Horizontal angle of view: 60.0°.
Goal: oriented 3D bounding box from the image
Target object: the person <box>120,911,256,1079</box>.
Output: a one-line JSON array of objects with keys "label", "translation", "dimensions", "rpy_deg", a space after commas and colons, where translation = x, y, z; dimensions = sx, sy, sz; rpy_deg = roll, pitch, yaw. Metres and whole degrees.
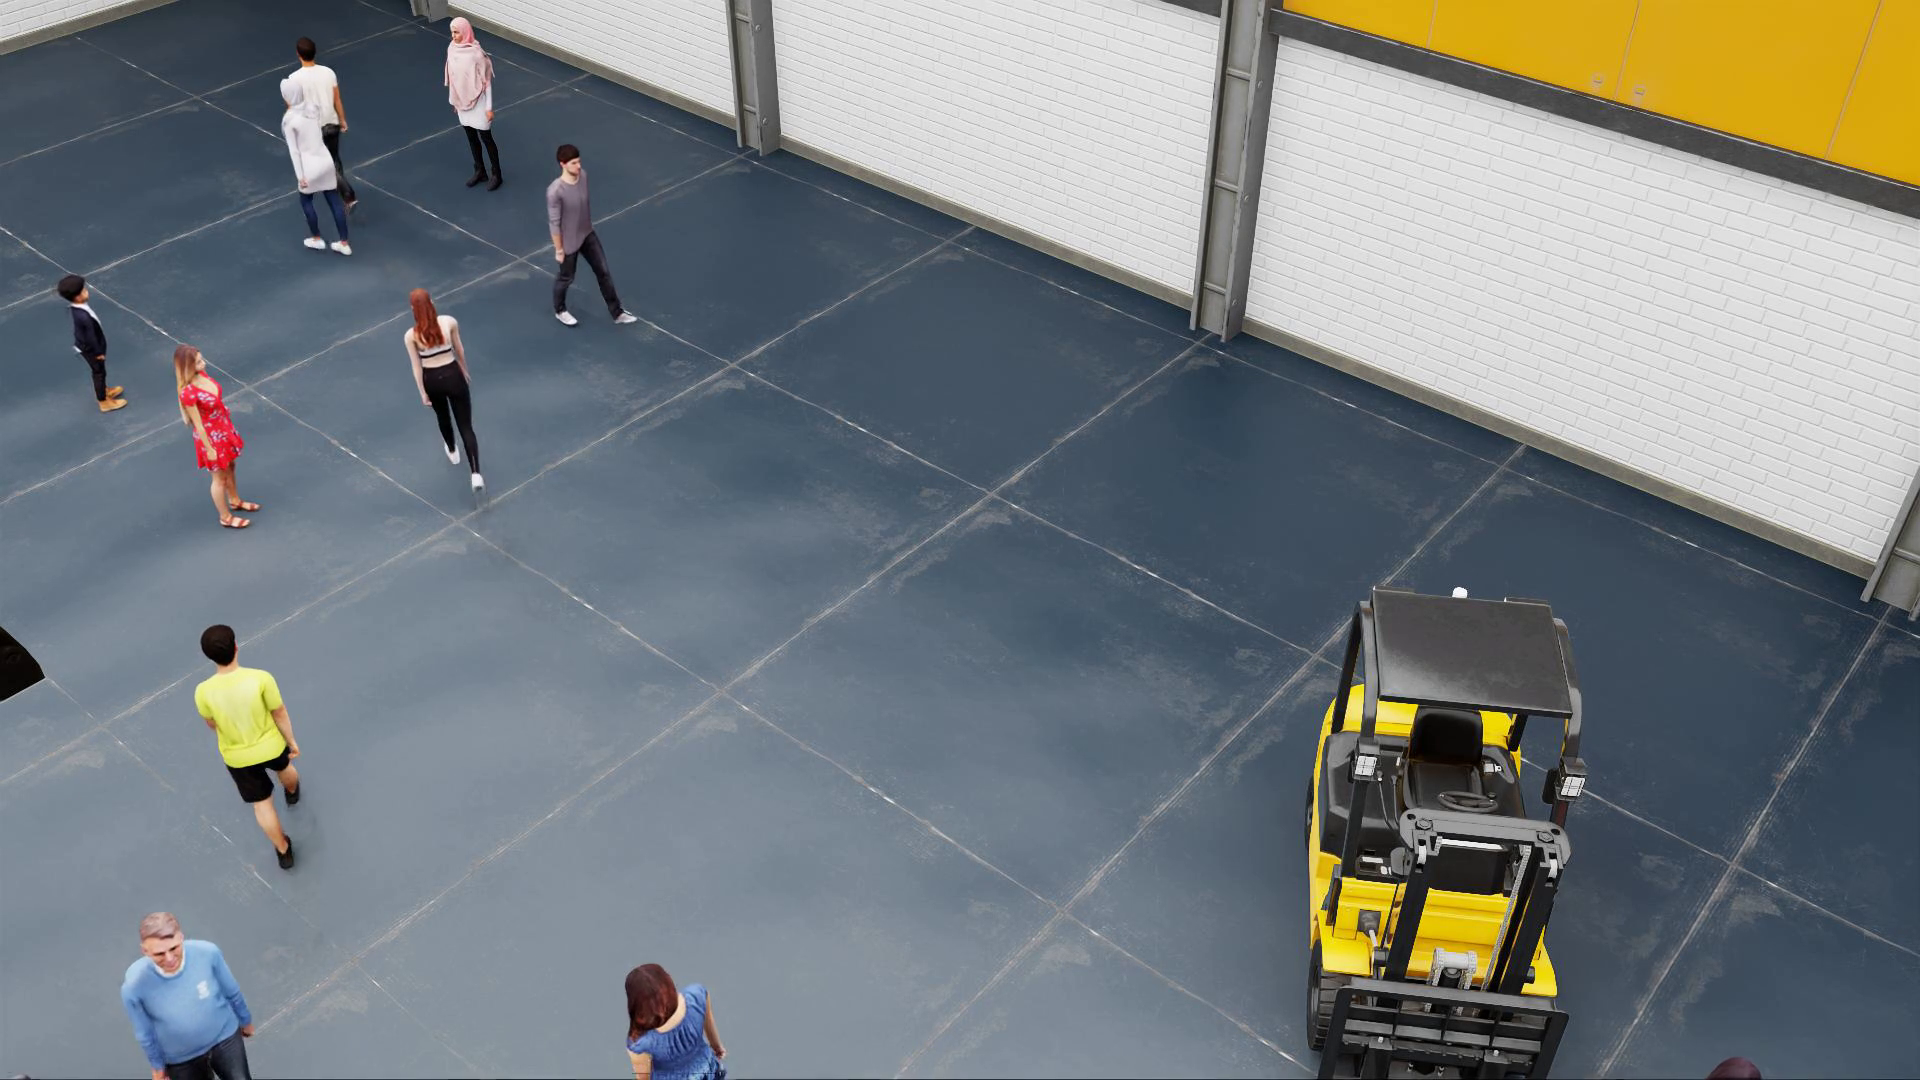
[{"label": "person", "translation": [-3.893, 2.466, 8.436], "dimensions": [0.799, 1.805, 0.963], "rpy_deg": [-25, 45, -28]}]

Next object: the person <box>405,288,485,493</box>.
[{"label": "person", "translation": [-4.004, -1.157, 13.051], "dimensions": [0.923, 1.707, 1.231], "rpy_deg": [-17, 42, -20]}]

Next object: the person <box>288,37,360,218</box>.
[{"label": "person", "translation": [-6.381, -4.124, 16.710], "dimensions": [1.094, 1.777, 0.675], "rpy_deg": [30, 47, 32]}]

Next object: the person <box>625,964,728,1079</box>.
[{"label": "person", "translation": [-1.301, 2.714, 8.143], "dimensions": [0.711, 1.785, 0.743], "rpy_deg": [-29, 47, -32]}]

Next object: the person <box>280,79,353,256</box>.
[{"label": "person", "translation": [-6.140, -3.551, 16.009], "dimensions": [0.764, 1.759, 0.637], "rpy_deg": [24, 45, 27]}]

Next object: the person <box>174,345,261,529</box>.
[{"label": "person", "translation": [-5.718, -0.804, 12.703], "dimensions": [0.725, 1.591, 0.668], "rpy_deg": [-2, 39, -3]}]

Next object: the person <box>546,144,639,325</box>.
[{"label": "person", "translation": [-3.516, -2.730, 14.945], "dimensions": [1.104, 1.803, 0.779], "rpy_deg": [21, 43, 24]}]

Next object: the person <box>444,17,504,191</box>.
[{"label": "person", "translation": [-5.023, -4.503, 17.164], "dimensions": [0.631, 1.804, 0.763], "rpy_deg": [15, 41, 18]}]

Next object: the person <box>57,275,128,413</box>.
[{"label": "person", "translation": [-7.378, -1.670, 14.087], "dimensions": [0.614, 1.217, 0.486], "rpy_deg": [-21, 43, -24]}]

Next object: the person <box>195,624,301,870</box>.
[{"label": "person", "translation": [-4.248, 1.294, 10.018], "dimensions": [0.877, 1.663, 1.116], "rpy_deg": [-18, 42, -21]}]
